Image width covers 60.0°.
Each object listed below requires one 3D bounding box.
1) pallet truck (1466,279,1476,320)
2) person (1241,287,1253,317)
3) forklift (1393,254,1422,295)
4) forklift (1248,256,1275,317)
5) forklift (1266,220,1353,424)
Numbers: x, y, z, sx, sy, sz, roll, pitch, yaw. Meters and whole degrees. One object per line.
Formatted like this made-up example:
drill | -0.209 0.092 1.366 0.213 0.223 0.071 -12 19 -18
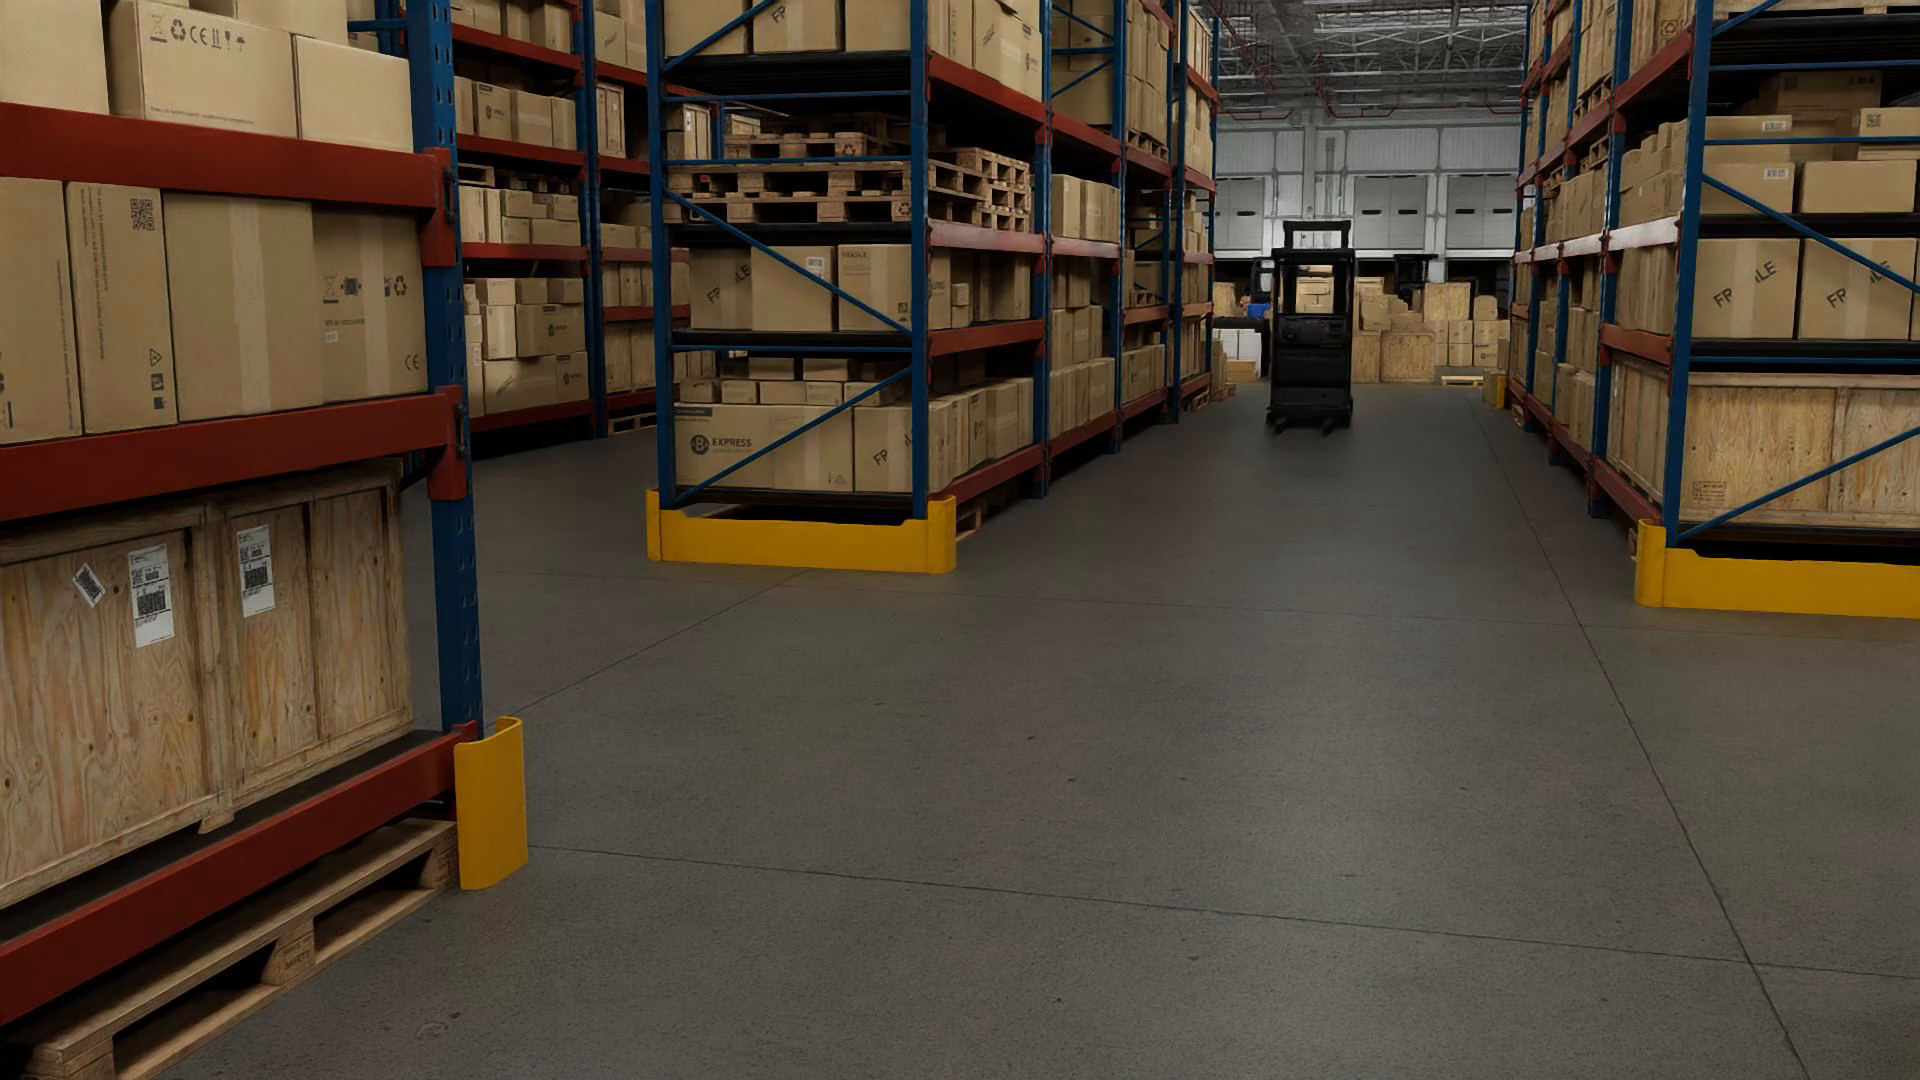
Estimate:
pallet truck | 18.896 -8.459 60.307 1.885 1.965 0.823 5 10 31
person | 10.732 -8.565 61.955 0.557 1.683 0.386 1 9 6
forklift | 14.750 -8.054 54.939 1.129 2.768 1.873 -2 9 -13
forklift | 11.269 -9.084 61.485 1.129 2.768 1.873 2 9 15
forklift | 4.991 -3.094 23.427 1.129 2.768 1.873 2 9 15
